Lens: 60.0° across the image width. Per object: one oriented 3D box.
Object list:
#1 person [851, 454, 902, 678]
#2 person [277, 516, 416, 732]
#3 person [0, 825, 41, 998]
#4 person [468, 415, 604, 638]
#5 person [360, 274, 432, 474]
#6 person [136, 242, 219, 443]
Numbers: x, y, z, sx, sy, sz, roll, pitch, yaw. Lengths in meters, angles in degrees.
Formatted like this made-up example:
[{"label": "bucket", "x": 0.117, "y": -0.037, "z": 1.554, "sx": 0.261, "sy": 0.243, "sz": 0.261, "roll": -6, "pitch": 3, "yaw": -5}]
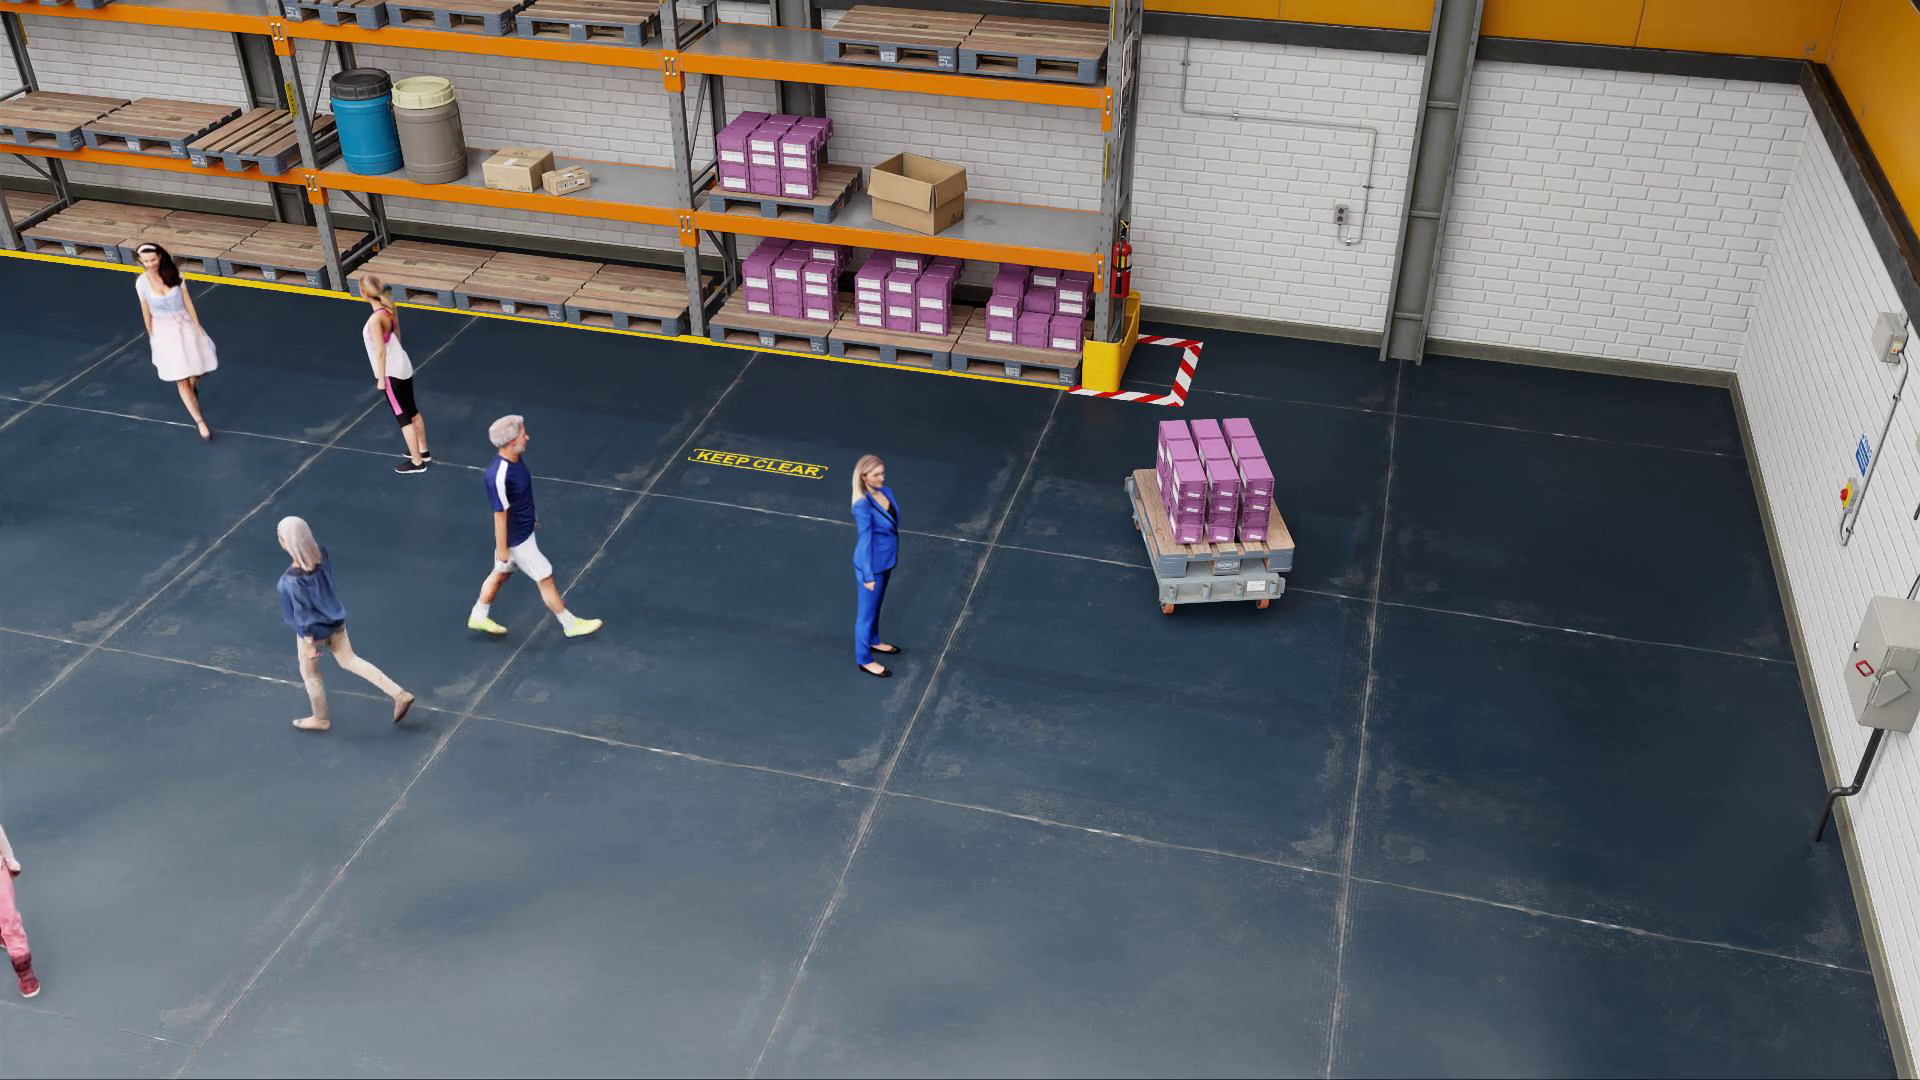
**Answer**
[{"label": "person", "x": -0.612, "y": 0.158, "z": 11.546, "sx": 0.525, "sy": 1.699, "sz": 0.604, "roll": 8, "pitch": 34, "yaw": 12}, {"label": "person", "x": -4.098, "y": 0.590, "z": 10.922, "sx": 1.104, "sy": 1.670, "sz": 0.704, "roll": 4, "pitch": 34, "yaw": 5}, {"label": "person", "x": -5.511, "y": 1.827, "z": 9.291, "sx": 0.959, "sy": 1.416, "sz": 1.055, "roll": -21, "pitch": 39, "yaw": -28}, {"label": "person", "x": -3.237, "y": -0.038, "z": 11.765, "sx": 1.296, "sy": 1.783, "sz": 0.953, "roll": -2, "pitch": 34, "yaw": -3}, {"label": "person", "x": -4.679, "y": -1.382, "z": 13.784, "sx": 0.566, "sy": 1.786, "sz": 0.635, "roll": 3, "pitch": 34, "yaw": 5}, {"label": "person", "x": -6.737, "y": -1.737, "z": 14.306, "sx": 1.006, "sy": 1.799, "sz": 1.084, "roll": -20, "pitch": 39, "yaw": -27}]
